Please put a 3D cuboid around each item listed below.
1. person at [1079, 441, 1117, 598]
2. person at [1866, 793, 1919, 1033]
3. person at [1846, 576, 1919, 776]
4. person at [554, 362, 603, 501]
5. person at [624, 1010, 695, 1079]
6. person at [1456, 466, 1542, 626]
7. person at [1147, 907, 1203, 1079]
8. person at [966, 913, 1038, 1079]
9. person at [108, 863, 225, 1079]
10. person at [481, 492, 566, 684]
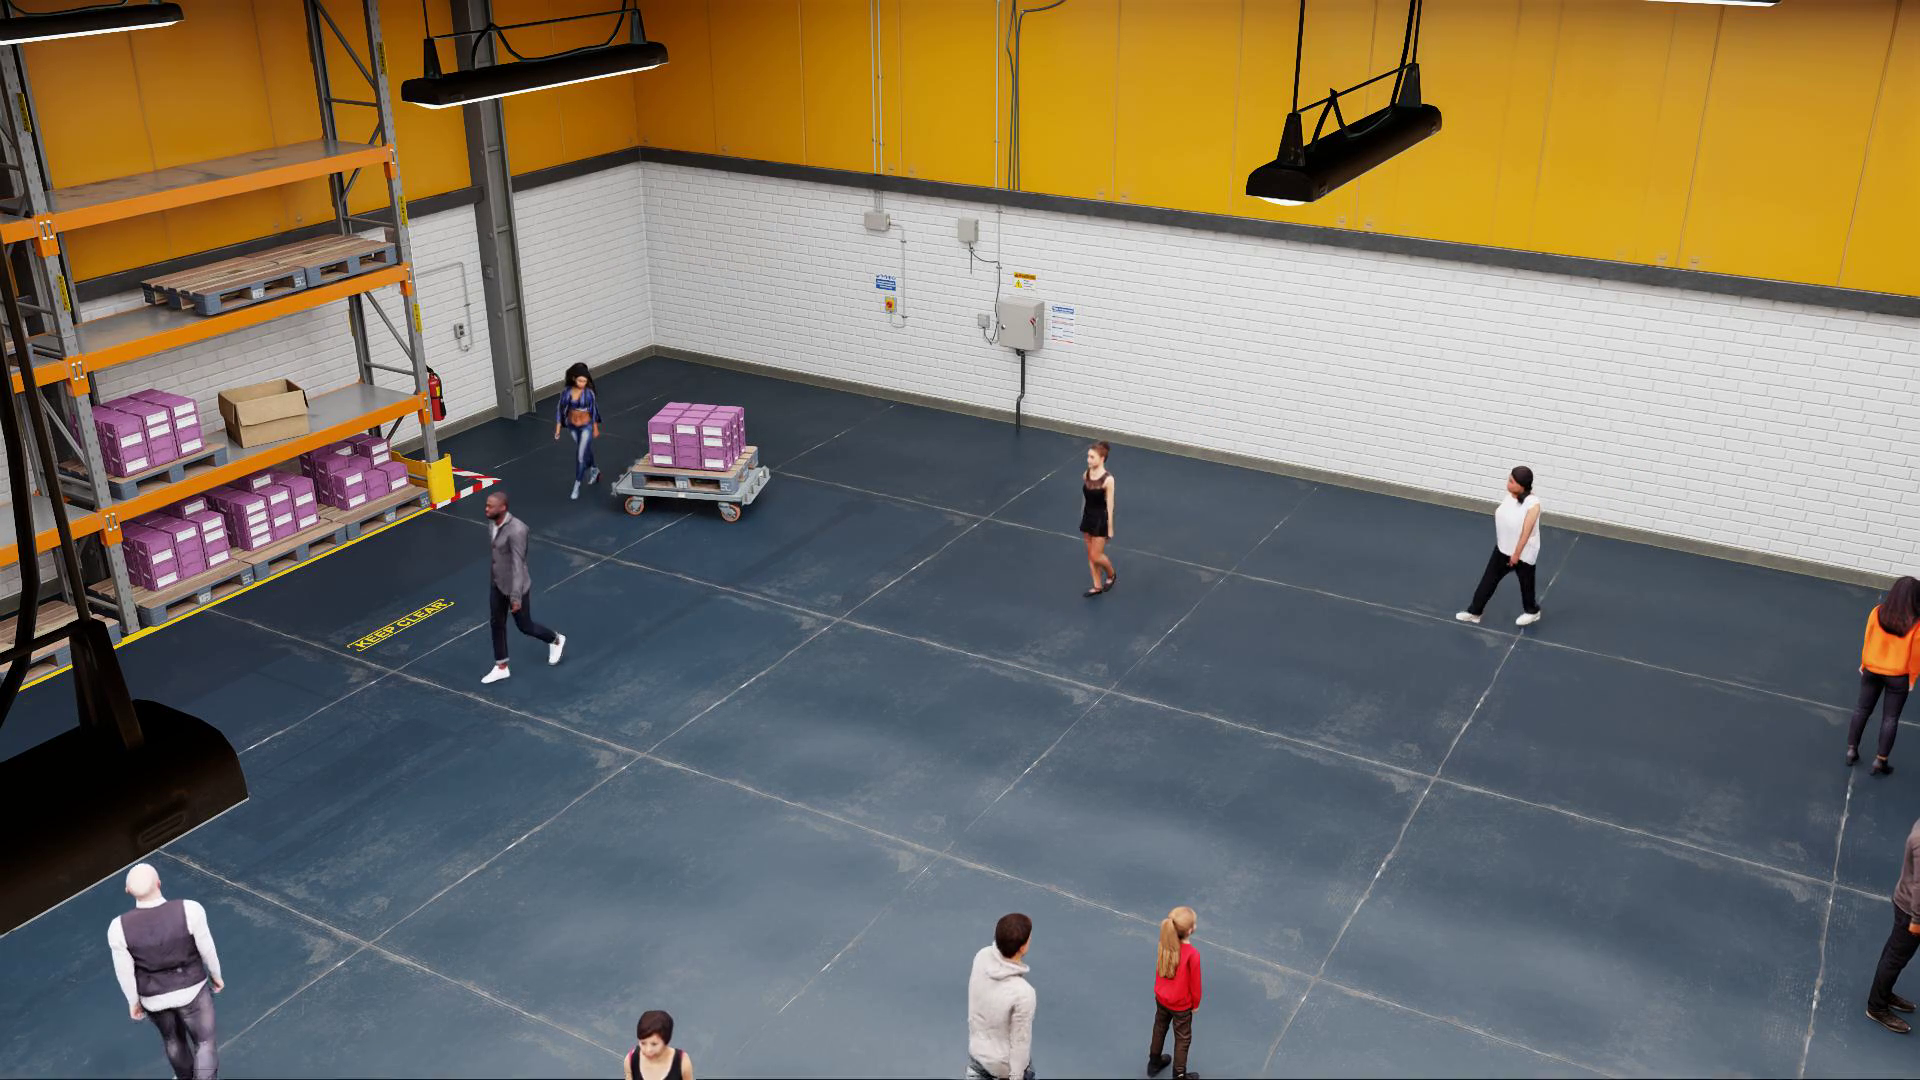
[{"bbox_3d":[1.450,-0.206,16.759,0.752,1.665,0.702,-17,29,-34],"label":"person"},{"bbox_3d":[6.198,2.341,10.798,0.717,1.772,0.494,1,24,3],"label":"person"},{"bbox_3d":[7.617,1.100,13.666,0.690,1.749,0.700,-16,28,-32],"label":"person"},{"bbox_3d":[-4.386,-1.305,19.385,0.783,1.576,1.060,7,25,16],"label":"person"},{"bbox_3d":[-1.605,3.180,9.166,0.677,1.544,0.752,1,24,2],"label":"person"},{"bbox_3d":[5.435,0.088,16.104,1.167,1.652,1.101,-6,24,-14],"label":"person"},{"bbox_3d":[1.335,2.825,10.307,0.560,1.280,0.542,-19,30,-37],"label":"person"},{"bbox_3d":[0.125,2.956,9.351,1.337,1.806,0.884,-21,31,-40],"label":"person"},{"bbox_3d":[-4.642,2.741,9.845,1.157,1.803,1.171,-9,25,-20],"label":"person"},{"bbox_3d":[-4.032,0.409,15.195,0.816,1.792,1.128,18,30,36],"label":"person"}]
